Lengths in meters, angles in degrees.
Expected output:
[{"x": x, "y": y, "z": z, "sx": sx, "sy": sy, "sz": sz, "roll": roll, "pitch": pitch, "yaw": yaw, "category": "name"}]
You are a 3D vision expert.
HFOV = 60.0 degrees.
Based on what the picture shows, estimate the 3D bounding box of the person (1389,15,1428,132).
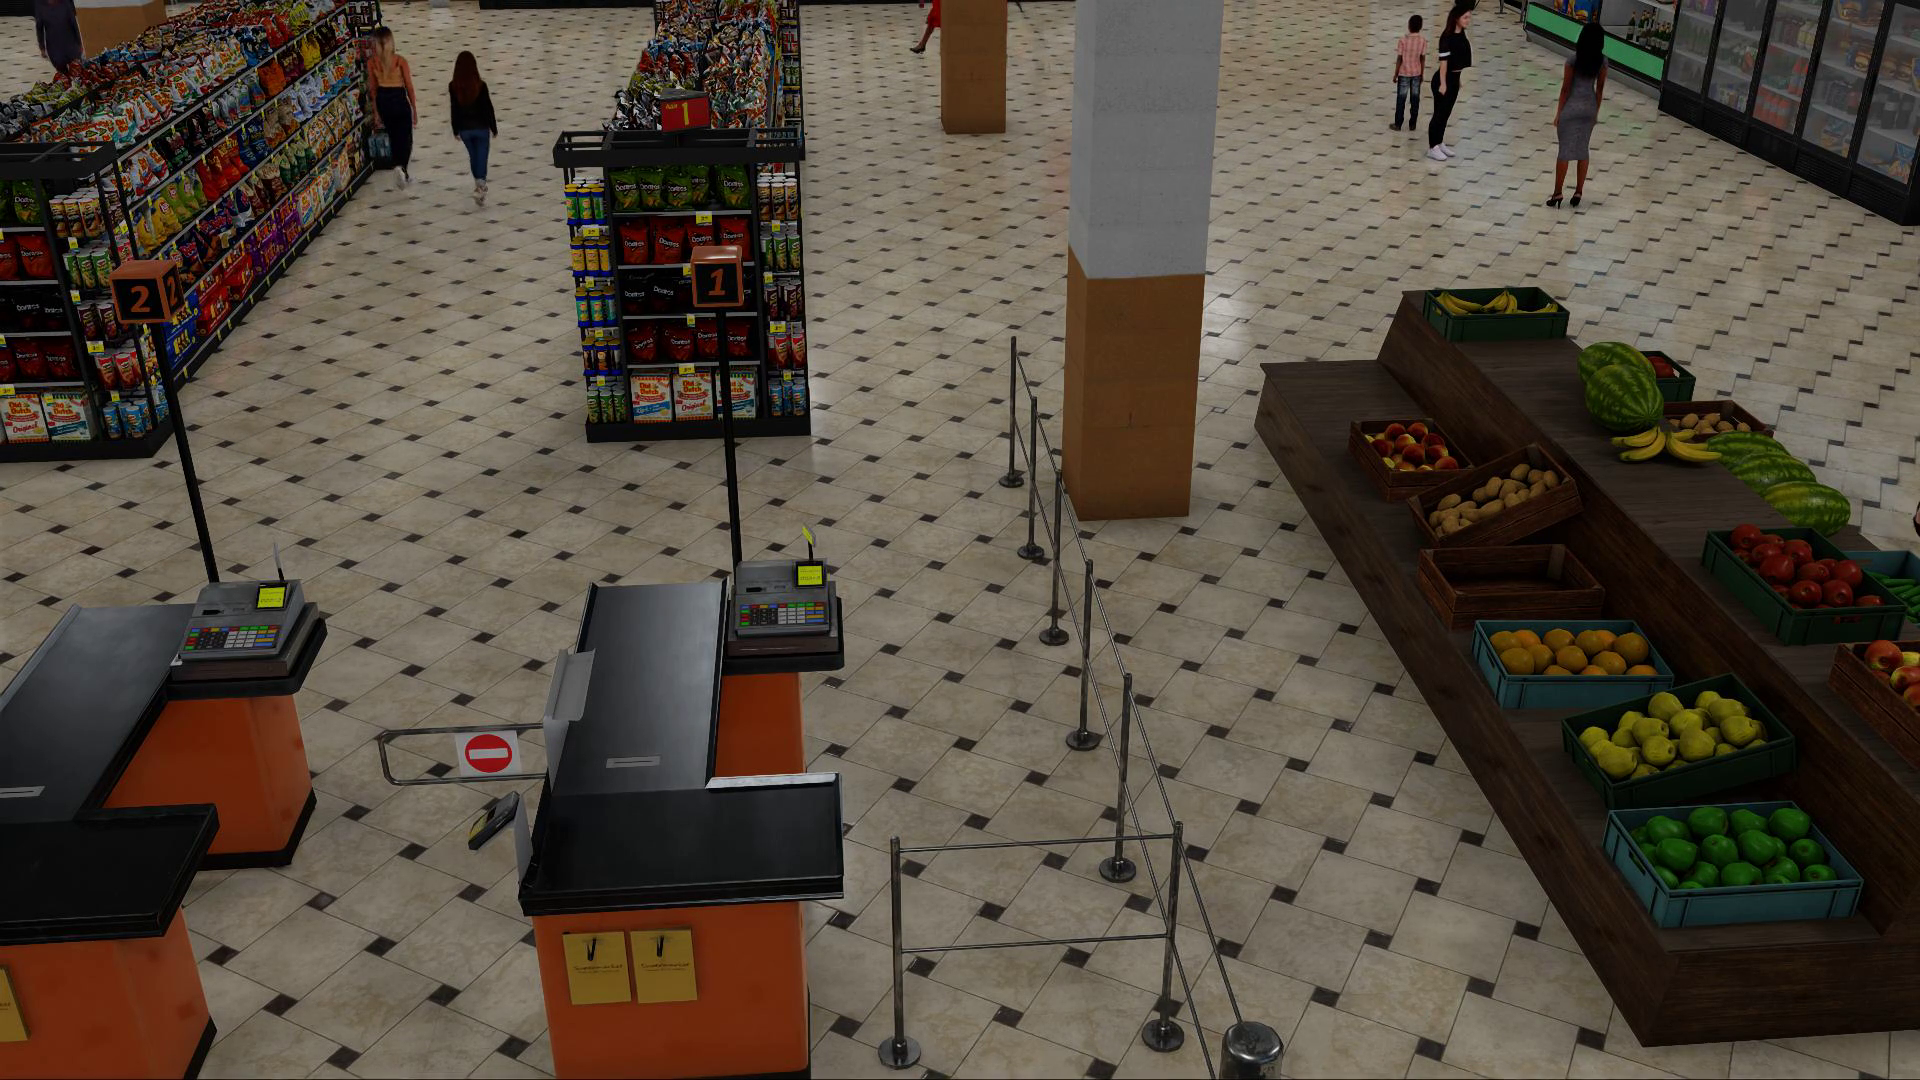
[{"x": 5.204, "y": -5.402, "z": 19.241, "sx": 0.522, "sy": 1.308, "sz": 0.505, "roll": 1, "pitch": 27, "yaw": 1, "category": "person"}]

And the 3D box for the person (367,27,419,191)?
[{"x": -5.702, "y": -4.303, "z": 16.739, "sx": 0.573, "sy": 1.610, "sz": 0.979, "roll": -2, "pitch": 27, "yaw": -4, "category": "person"}]

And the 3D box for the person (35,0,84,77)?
[{"x": -10.580, "y": -5.791, "z": 19.602, "sx": 0.795, "sy": 1.675, "sz": 1.143, "roll": -10, "pitch": 29, "yaw": -19, "category": "person"}]

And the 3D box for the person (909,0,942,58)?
[{"x": -0.199, "y": -7.338, "z": 22.622, "sx": 1.043, "sy": 1.702, "sz": 1.098, "roll": 14, "pitch": 30, "yaw": 25, "category": "person"}]

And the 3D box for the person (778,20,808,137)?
[{"x": -2.132, "y": -5.355, "z": 18.845, "sx": 1.012, "sy": 1.583, "sz": 0.938, "roll": 8, "pitch": 28, "yaw": 15, "category": "person"}]

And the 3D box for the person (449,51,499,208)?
[{"x": -4.790, "y": -4.026, "z": 16.359, "sx": 0.607, "sy": 1.461, "sz": 0.961, "roll": -1, "pitch": 27, "yaw": -2, "category": "person"}]

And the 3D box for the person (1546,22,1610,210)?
[{"x": 6.026, "y": -4.132, "z": 16.213, "sx": 0.582, "sy": 1.781, "sz": 0.505, "roll": -2, "pitch": 27, "yaw": -3, "category": "person"}]

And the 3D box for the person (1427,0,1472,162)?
[{"x": 5.287, "y": -4.971, "z": 18.024, "sx": 0.771, "sy": 1.639, "sz": 0.711, "roll": 21, "pitch": 33, "yaw": 35, "category": "person"}]
